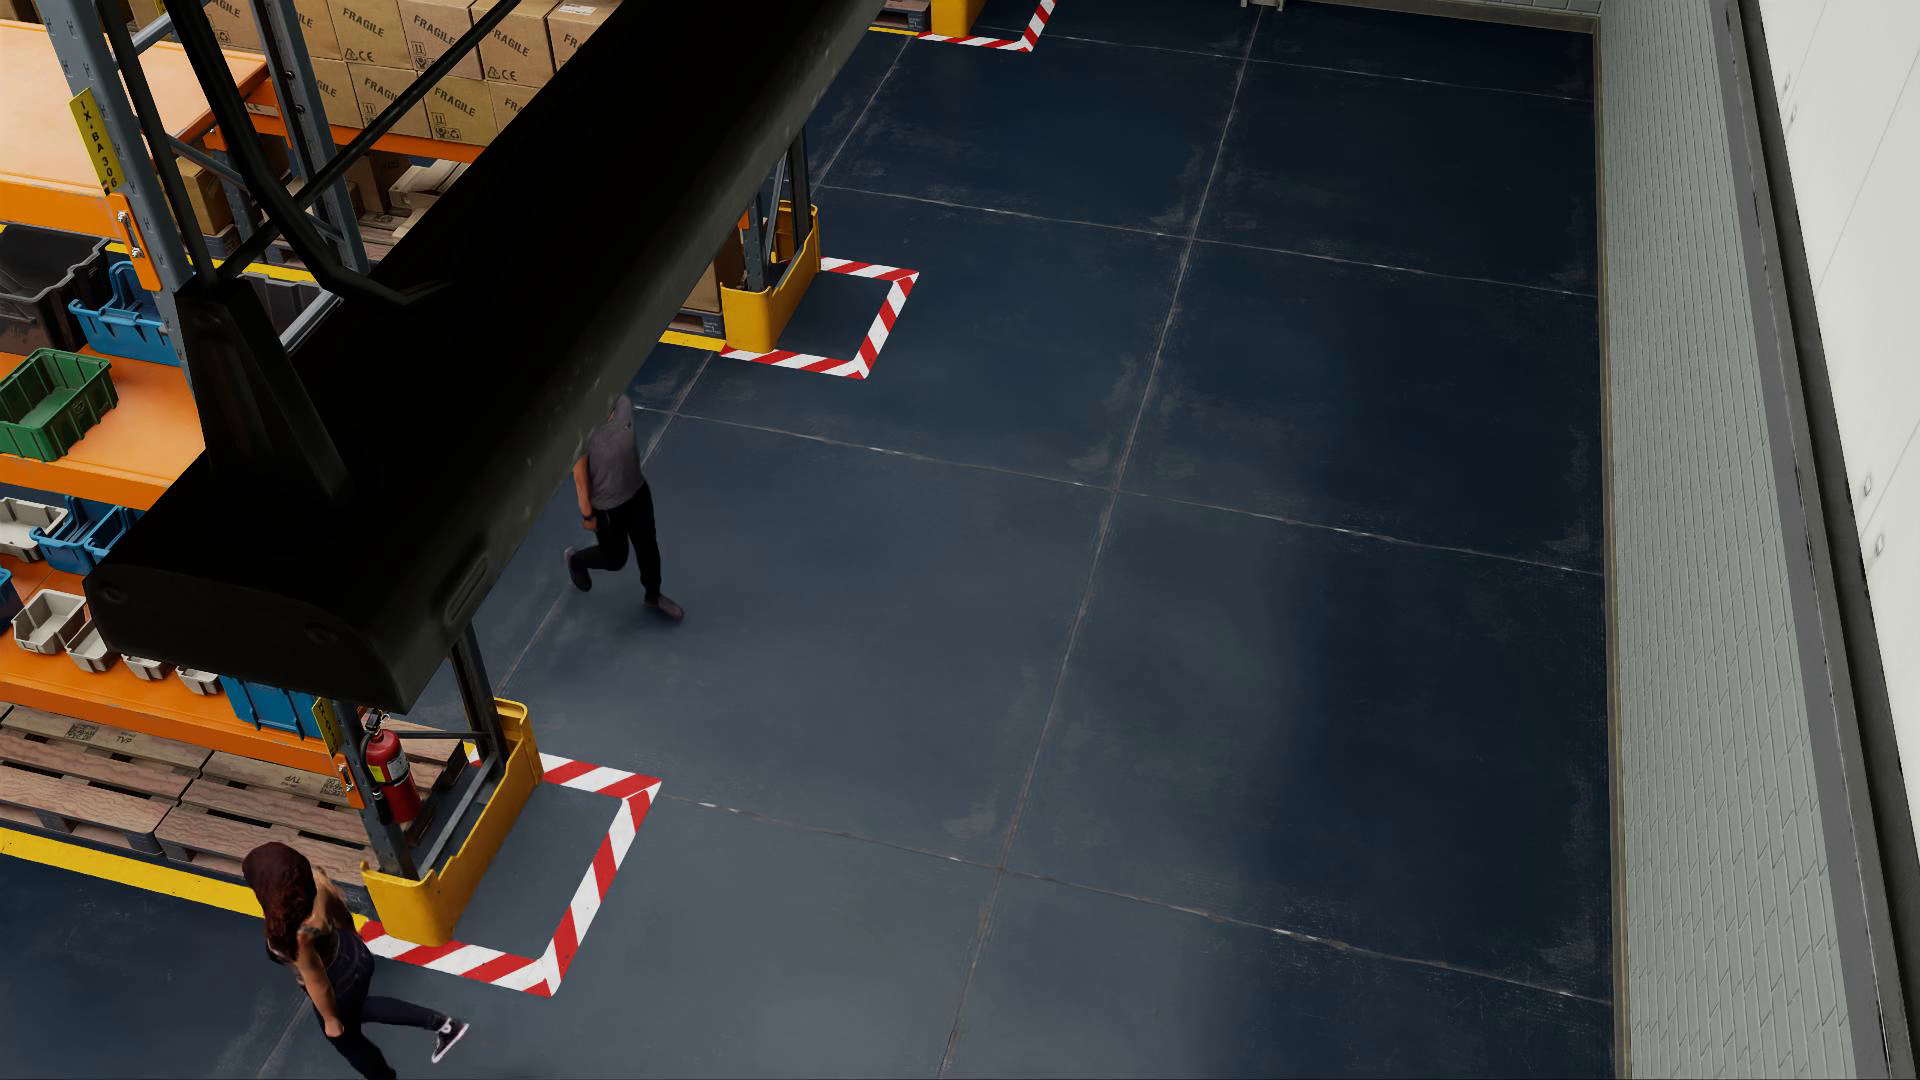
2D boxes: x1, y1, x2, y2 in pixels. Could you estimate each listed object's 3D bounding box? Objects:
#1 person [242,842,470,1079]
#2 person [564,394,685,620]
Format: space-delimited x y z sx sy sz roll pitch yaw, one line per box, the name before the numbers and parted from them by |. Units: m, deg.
person | -2.485 1.821 6.944 0.948 1.755 0.821 -8 44 -8
person | -1.957 -0.277 9.203 1.033 1.738 0.813 24 48 24
